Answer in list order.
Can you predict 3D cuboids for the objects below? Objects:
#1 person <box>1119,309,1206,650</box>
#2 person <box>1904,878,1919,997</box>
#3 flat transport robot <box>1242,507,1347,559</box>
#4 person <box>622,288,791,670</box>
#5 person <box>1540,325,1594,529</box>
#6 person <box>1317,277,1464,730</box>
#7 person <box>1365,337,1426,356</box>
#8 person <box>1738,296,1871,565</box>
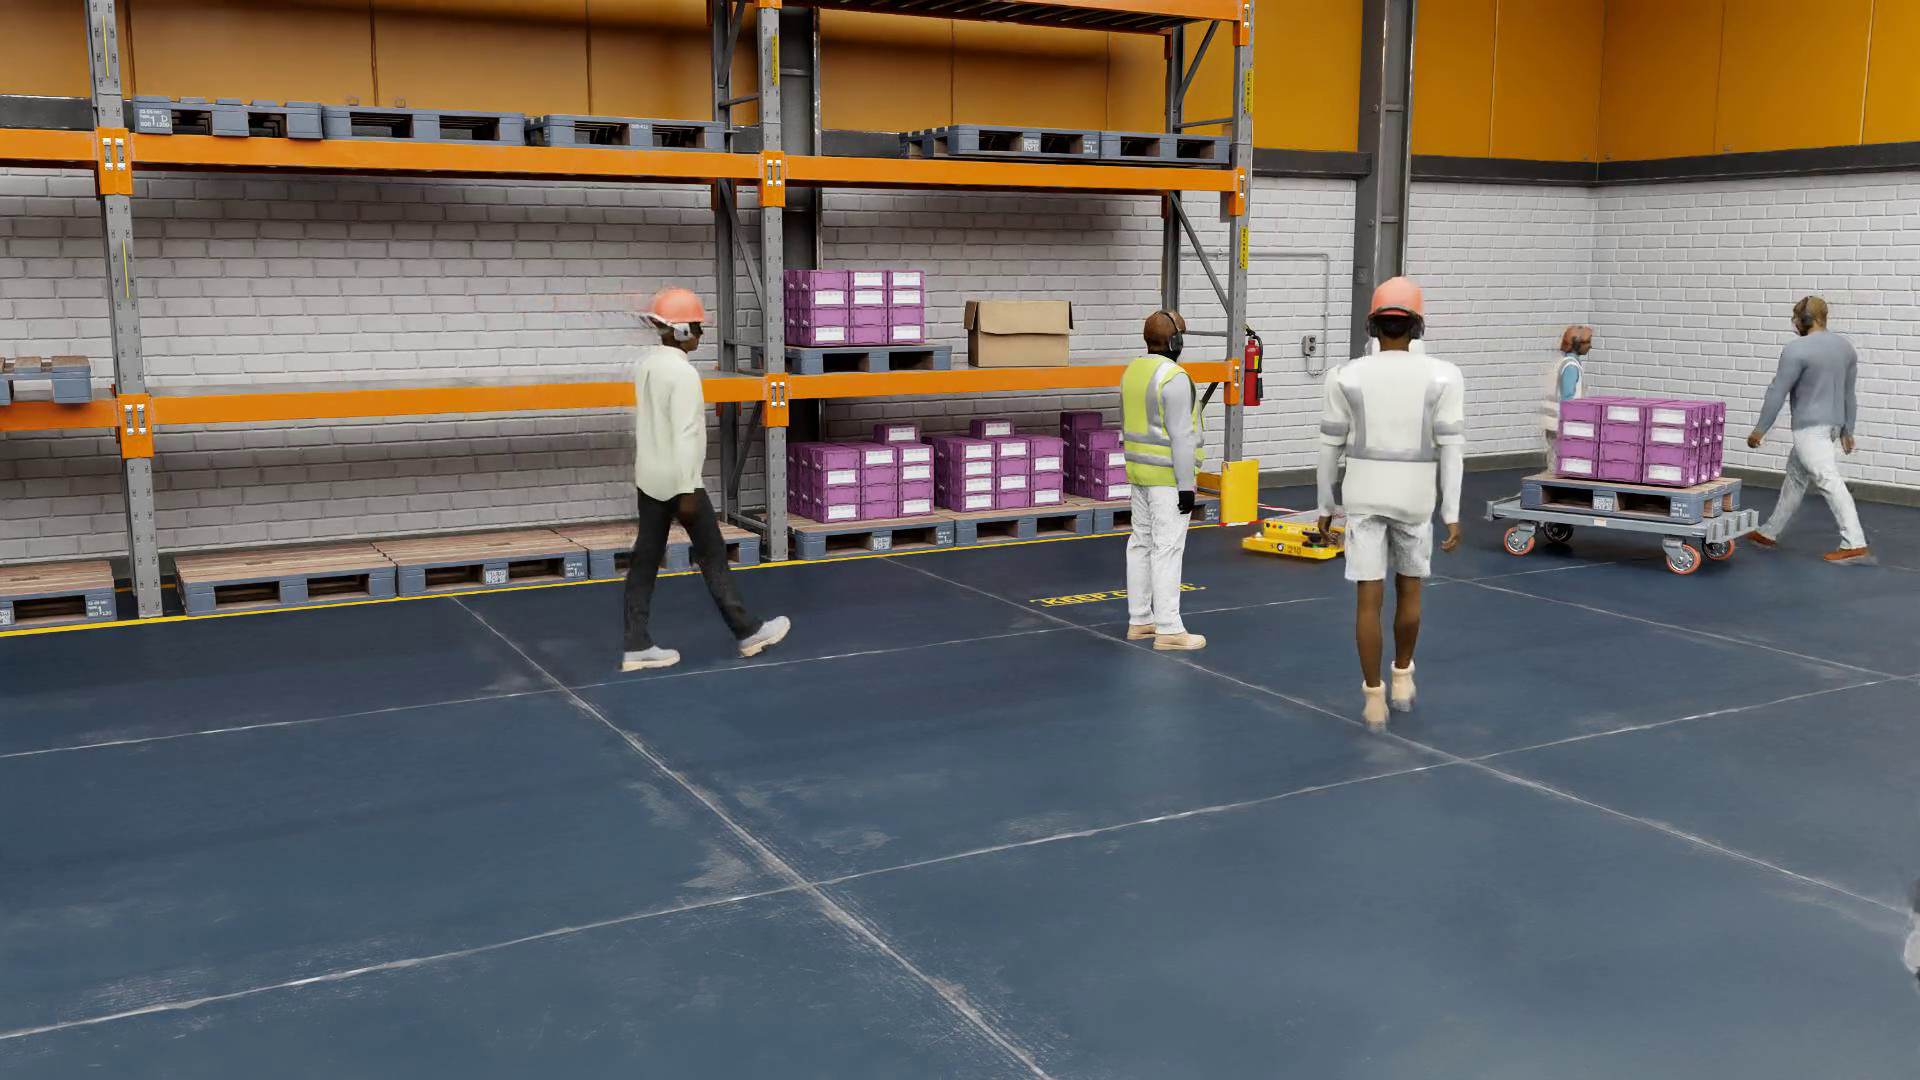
[{"bbox_3d":[1.115,-0.329,9.078,0.429,1.846,0.629,-4,10,-23],"label":"person"},{"bbox_3d":[2.020,0.680,3.003,0.558,1.815,0.976,3,10,19],"label":"person"},{"bbox_3d":[2.771,-0.074,12.309,0.652,0.197,1.431,9,13,43],"label":"flat transport robot"},{"bbox_3d":[-1.366,-0.317,8.658,0.962,1.950,0.647,-7,11,-36],"label":"person"},{"bbox_3d":[4.750,-0.870,13.031,0.362,1.620,0.515,1,9,8],"label":"person"},{"bbox_3d":[1.963,-0.183,7.648,0.637,2.018,0.824,2,10,12],"label":"person"},{"bbox_3d":[3.331,-0.925,12.704,0.781,1.847,0.644,-6,11,-32],"label":"person"},{"bbox_3d":[6.060,-0.782,11.802,0.647,1.881,1.064,-5,11,-29],"label":"person"}]
